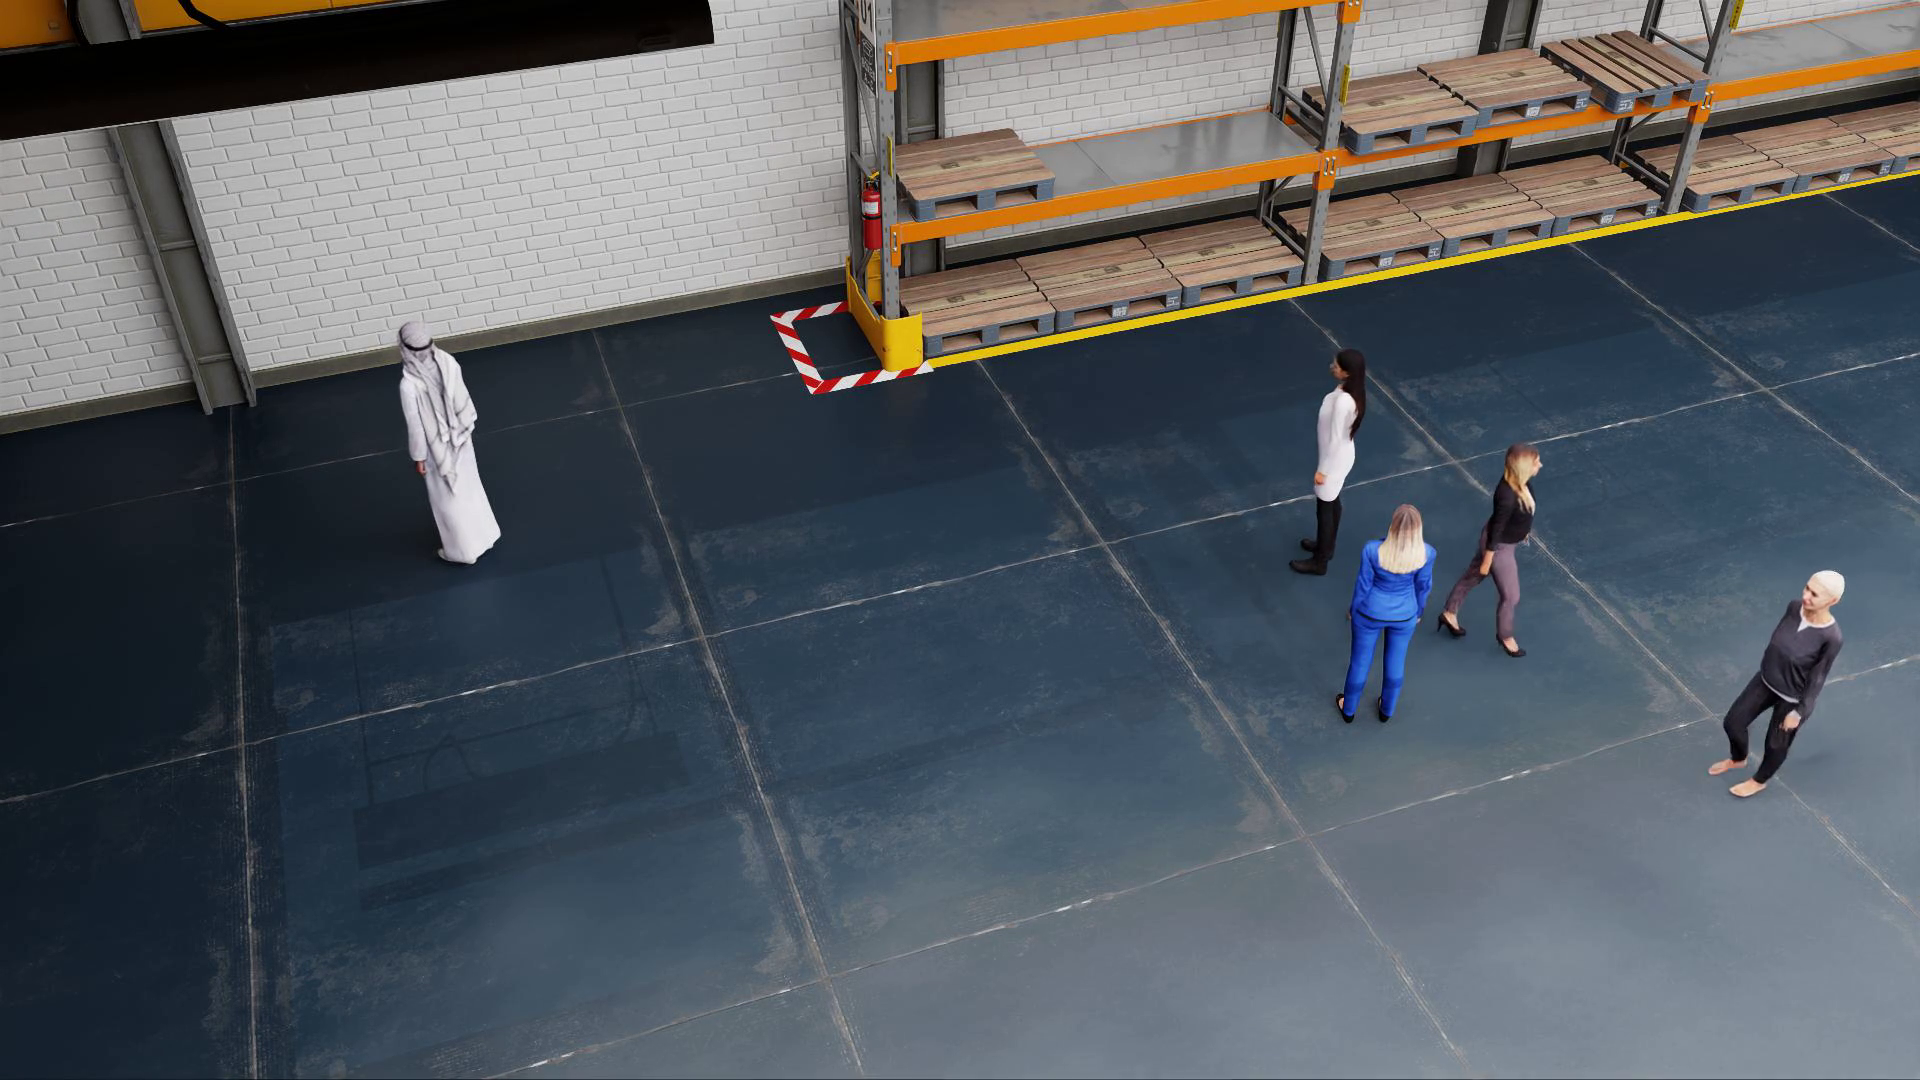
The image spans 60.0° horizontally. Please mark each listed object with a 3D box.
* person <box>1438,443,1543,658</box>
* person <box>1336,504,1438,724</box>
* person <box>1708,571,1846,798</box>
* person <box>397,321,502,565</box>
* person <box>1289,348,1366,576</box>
[{"bbox_3d":[3.414,0.041,10.871,0.956,1.649,0.875,11,40,13],"label":"person"},{"bbox_3d":[2.638,0.467,10.294,0.624,1.701,0.754,2,39,2],"label":"person"},{"bbox_3d":[4.944,0.848,9.806,0.575,1.716,0.611,-14,41,-16],"label":"person"},{"bbox_3d":[-3.586,-0.668,11.537,0.862,1.925,0.784,20,43,23],"label":"person"},{"bbox_3d":[2.580,-0.536,11.465,0.740,1.808,0.688,17,42,20],"label":"person"}]
